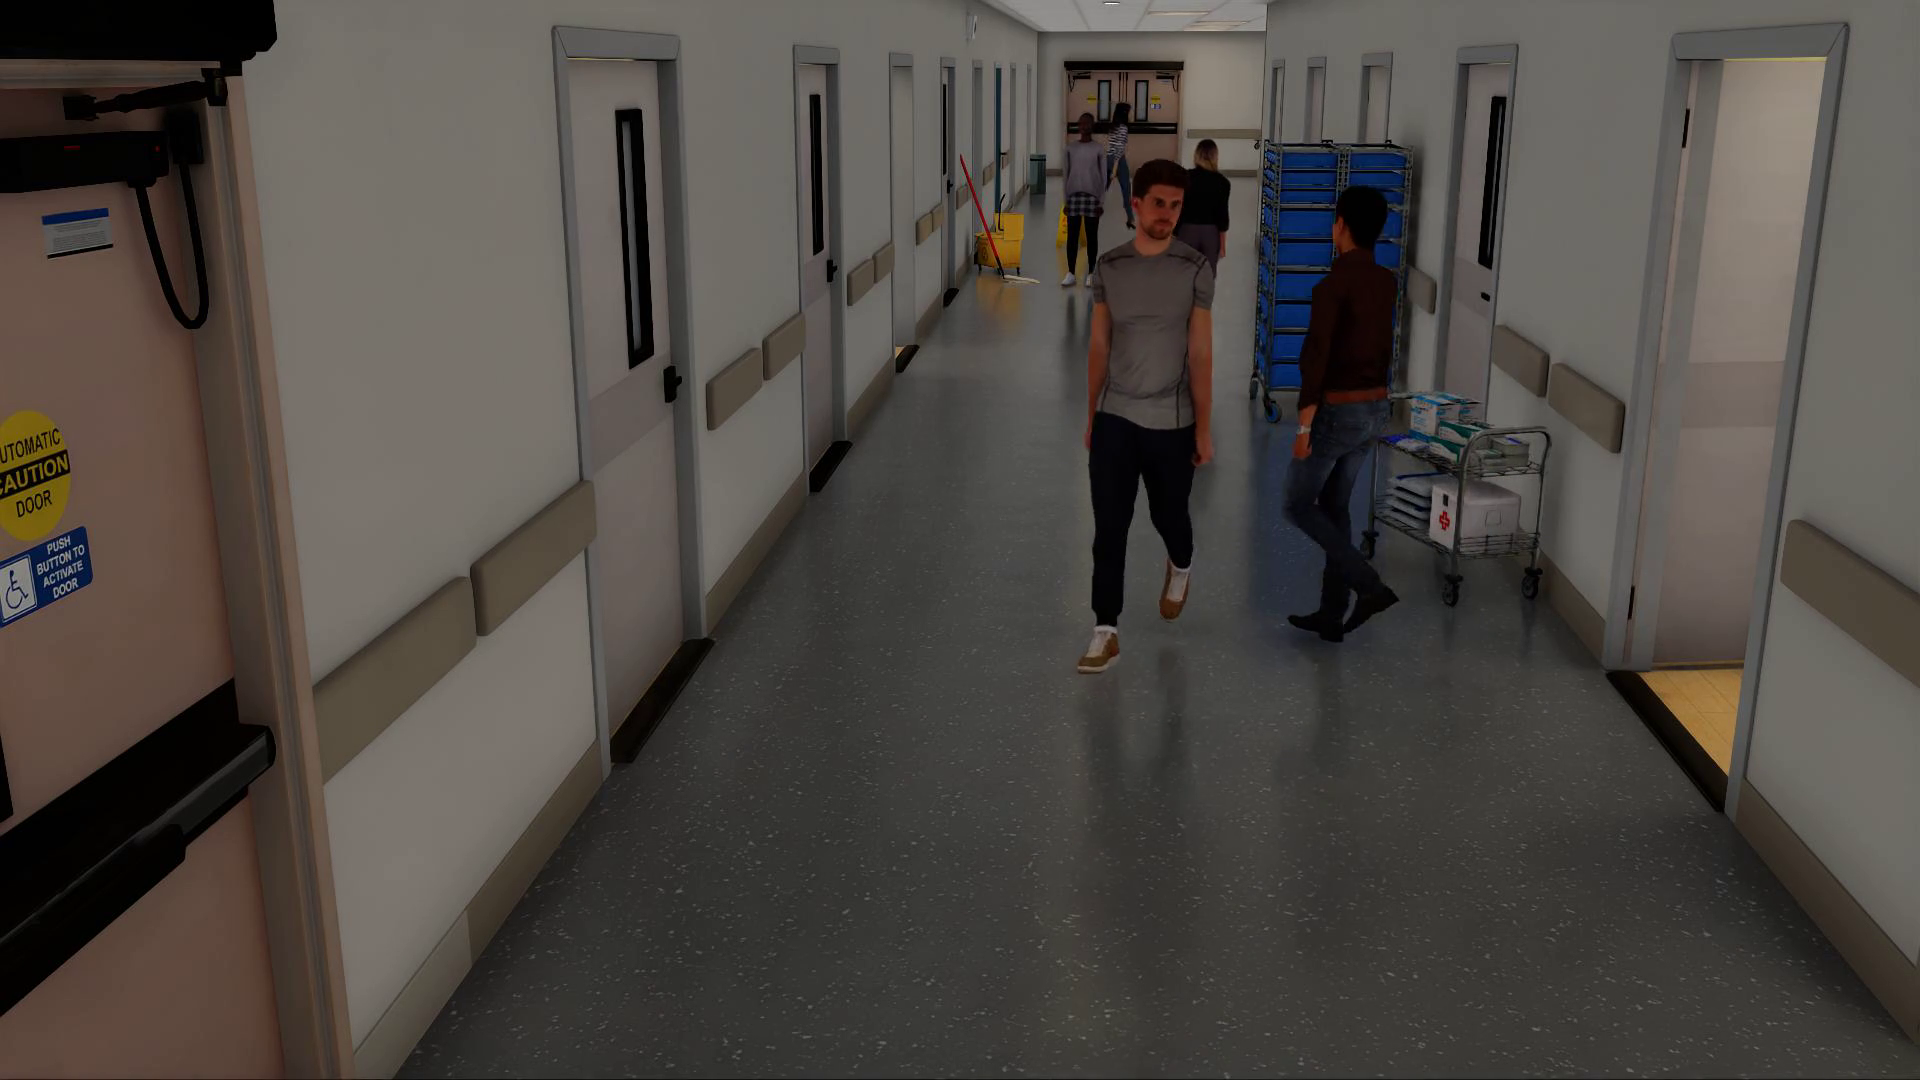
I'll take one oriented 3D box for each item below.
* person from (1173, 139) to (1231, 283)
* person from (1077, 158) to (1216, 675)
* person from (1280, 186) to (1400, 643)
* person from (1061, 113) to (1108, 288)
[{"bbox_3d":[1.899,-2.340,13.280,0.612,1.657,0.818,2,16,7],"label":"person"},{"bbox_3d":[0.733,-0.459,6.232,0.854,1.861,1.226,6,17,21],"label":"person"},{"bbox_3d":[1.527,-0.425,6.308,0.873,1.754,0.935,-15,22,-43],"label":"person"},{"bbox_3d":[1.297,-3.538,17.320,0.659,1.771,0.611,5,17,18],"label":"person"}]
